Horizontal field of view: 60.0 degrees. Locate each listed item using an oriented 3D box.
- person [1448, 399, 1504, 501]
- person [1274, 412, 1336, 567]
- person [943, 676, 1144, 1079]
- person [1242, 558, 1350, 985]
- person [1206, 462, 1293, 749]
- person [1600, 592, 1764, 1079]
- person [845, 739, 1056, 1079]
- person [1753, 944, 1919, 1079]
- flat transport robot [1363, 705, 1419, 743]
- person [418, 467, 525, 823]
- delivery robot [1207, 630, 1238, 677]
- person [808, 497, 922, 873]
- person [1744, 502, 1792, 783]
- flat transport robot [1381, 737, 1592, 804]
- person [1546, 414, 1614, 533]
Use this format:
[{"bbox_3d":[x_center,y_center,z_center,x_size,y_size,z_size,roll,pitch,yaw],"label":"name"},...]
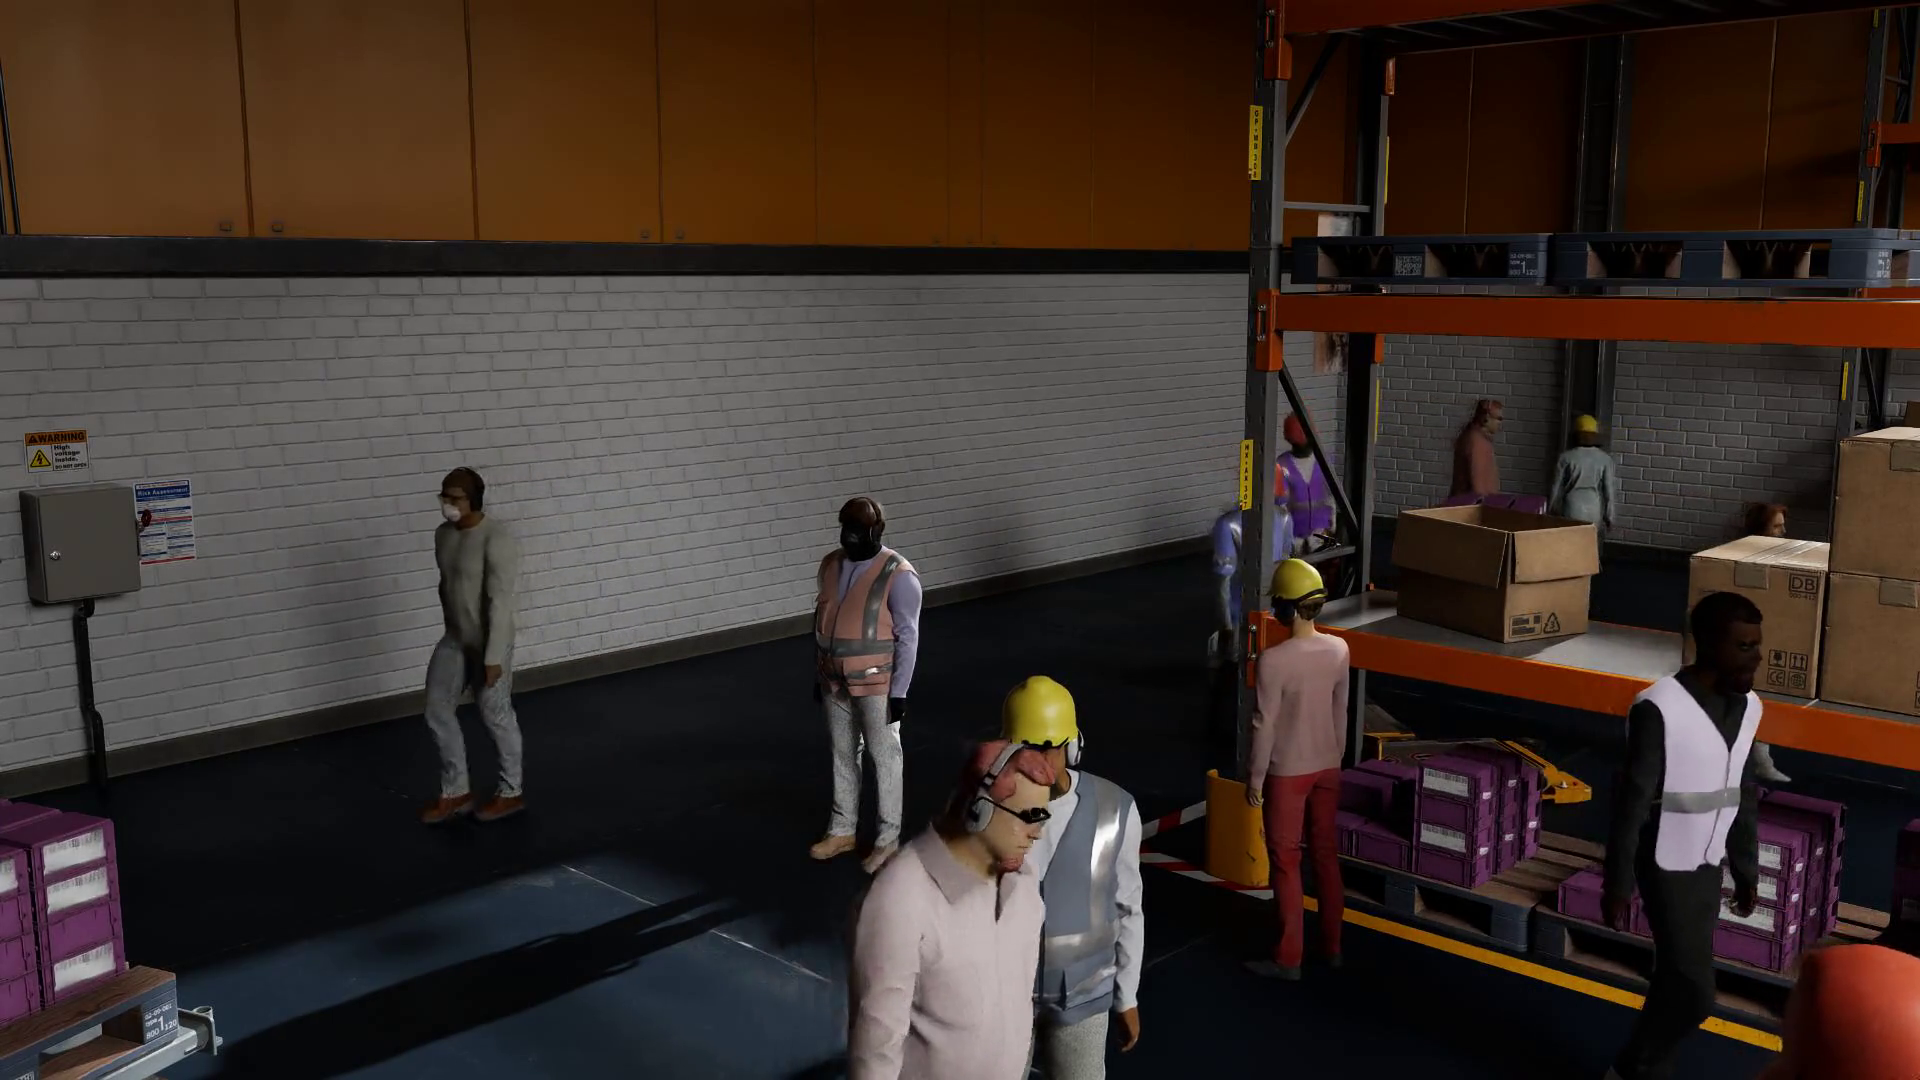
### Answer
[{"bbox_3d":[4.320,-0.295,14.276,0.801,1.867,0.703,2,9,11],"label":"person"},{"bbox_3d":[2.667,-0.065,12.852,0.599,1.865,0.844,-1,9,-6],"label":"person"},{"bbox_3d":[0.224,1.275,4.728,0.603,1.830,0.404,0,9,2],"label":"person"},{"bbox_3d":[1.403,0.952,6.941,0.527,1.761,0.347,-6,11,-34],"label":"person"},{"bbox_3d":[1.770,0.413,9.905,0.594,1.862,1.015,-3,10,-20],"label":"person"},{"bbox_3d":[2.425,1.103,5.562,0.638,1.901,0.461,-6,11,-33],"label":"person"},{"bbox_3d":[-0.118,1.371,4.068,0.847,1.861,0.719,9,13,42],"label":"person"},{"bbox_3d":[1.386,1.568,2.375,0.560,2.014,0.689,8,12,40],"label":"person"},{"bbox_3d":[2.296,1.145,10.302,0.652,0.197,1.431,-1,9,-5],"label":"flat transport robot"},{"bbox_3d":[-2.629,0.574,8.782,0.657,1.913,0.717,7,12,37],"label":"person"},{"bbox_3d":[1.981,0.721,11.748,0.477,0.478,0.707,3,10,20],"label":"delivery robot"},{"bbox_3d":[-0.493,0.703,8.204,0.627,1.847,0.429,7,11,36],"label":"person"},{"bbox_3d":[4.597,0.566,9.735,0.520,1.622,0.644,-7,12,-37],"label":"person"},{"bbox_3d":[2.708,1.306,9.315,1.431,0.197,0.652,-1,9,-9],"label":"flat transport robot"},{"bbox_3d":[5.300,-0.226,14.318,0.500,1.702,0.856,-1,9,-4],"label":"person"}]
